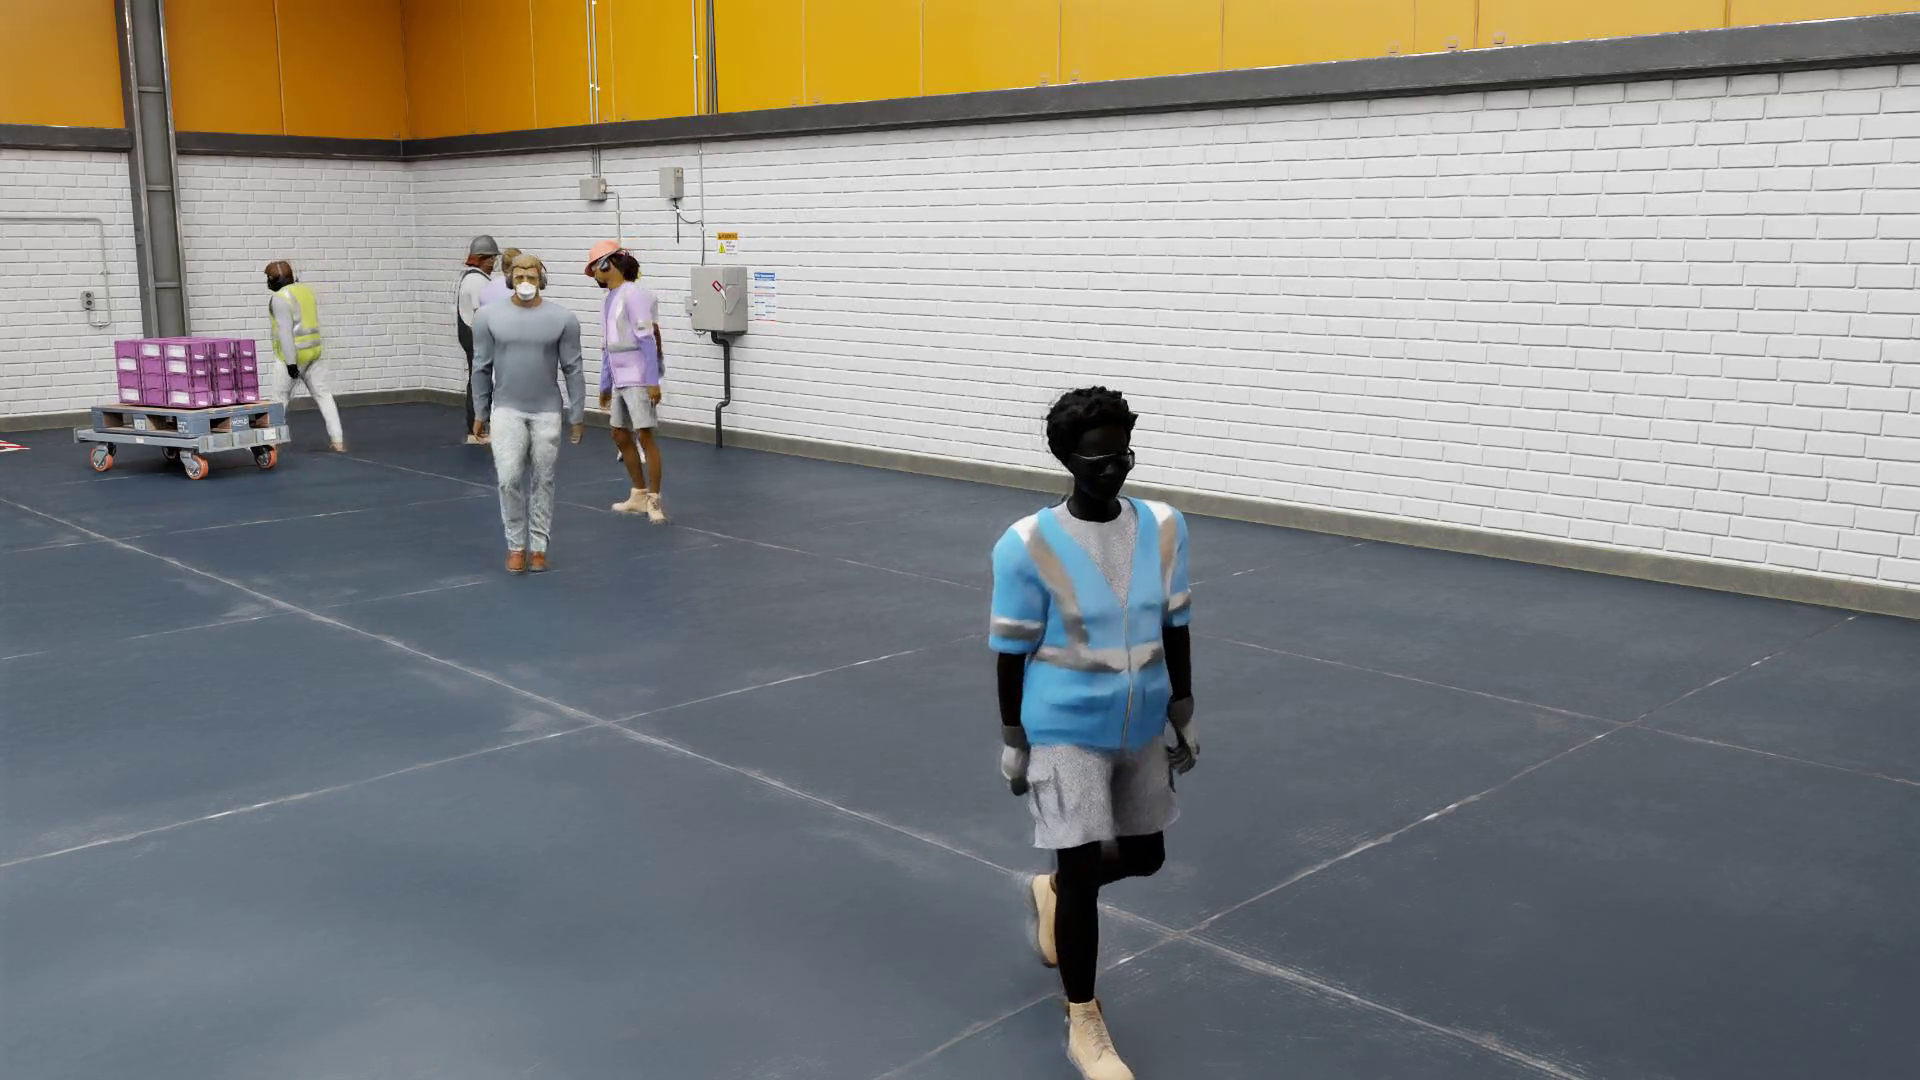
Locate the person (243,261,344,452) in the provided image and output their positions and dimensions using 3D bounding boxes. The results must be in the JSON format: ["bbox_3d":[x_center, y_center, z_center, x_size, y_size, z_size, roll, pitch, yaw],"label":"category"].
[{"bbox_3d":[-6.209,-1.690,15.479,0.864,1.783,0.689,2,11,11],"label":"person"}]

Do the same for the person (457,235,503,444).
[{"bbox_3d":[-4.608,-1.952,16.188,0.559,2.000,0.690,-3,11,-15],"label":"person"}]

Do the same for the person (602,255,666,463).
[{"bbox_3d":[-2.893,-1.595,14.782,0.573,1.851,0.382,-3,11,-15],"label":"person"}]

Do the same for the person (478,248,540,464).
[{"bbox_3d":[-3.955,-1.660,14.965,0.643,1.902,0.917,3,11,16],"label":"person"}]

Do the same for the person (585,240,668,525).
[{"bbox_3d":[-2.326,-1.102,11.732,0.396,1.992,0.771,-7,13,-34],"label":"person"}]

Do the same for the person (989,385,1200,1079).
[{"bbox_3d":[0.295,0.443,4.112,0.538,1.676,0.630,-5,12,-28],"label":"person"}]

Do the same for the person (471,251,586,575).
[{"bbox_3d":[-2.551,-0.738,9.884,0.664,1.921,0.564,-3,11,-17],"label":"person"}]
